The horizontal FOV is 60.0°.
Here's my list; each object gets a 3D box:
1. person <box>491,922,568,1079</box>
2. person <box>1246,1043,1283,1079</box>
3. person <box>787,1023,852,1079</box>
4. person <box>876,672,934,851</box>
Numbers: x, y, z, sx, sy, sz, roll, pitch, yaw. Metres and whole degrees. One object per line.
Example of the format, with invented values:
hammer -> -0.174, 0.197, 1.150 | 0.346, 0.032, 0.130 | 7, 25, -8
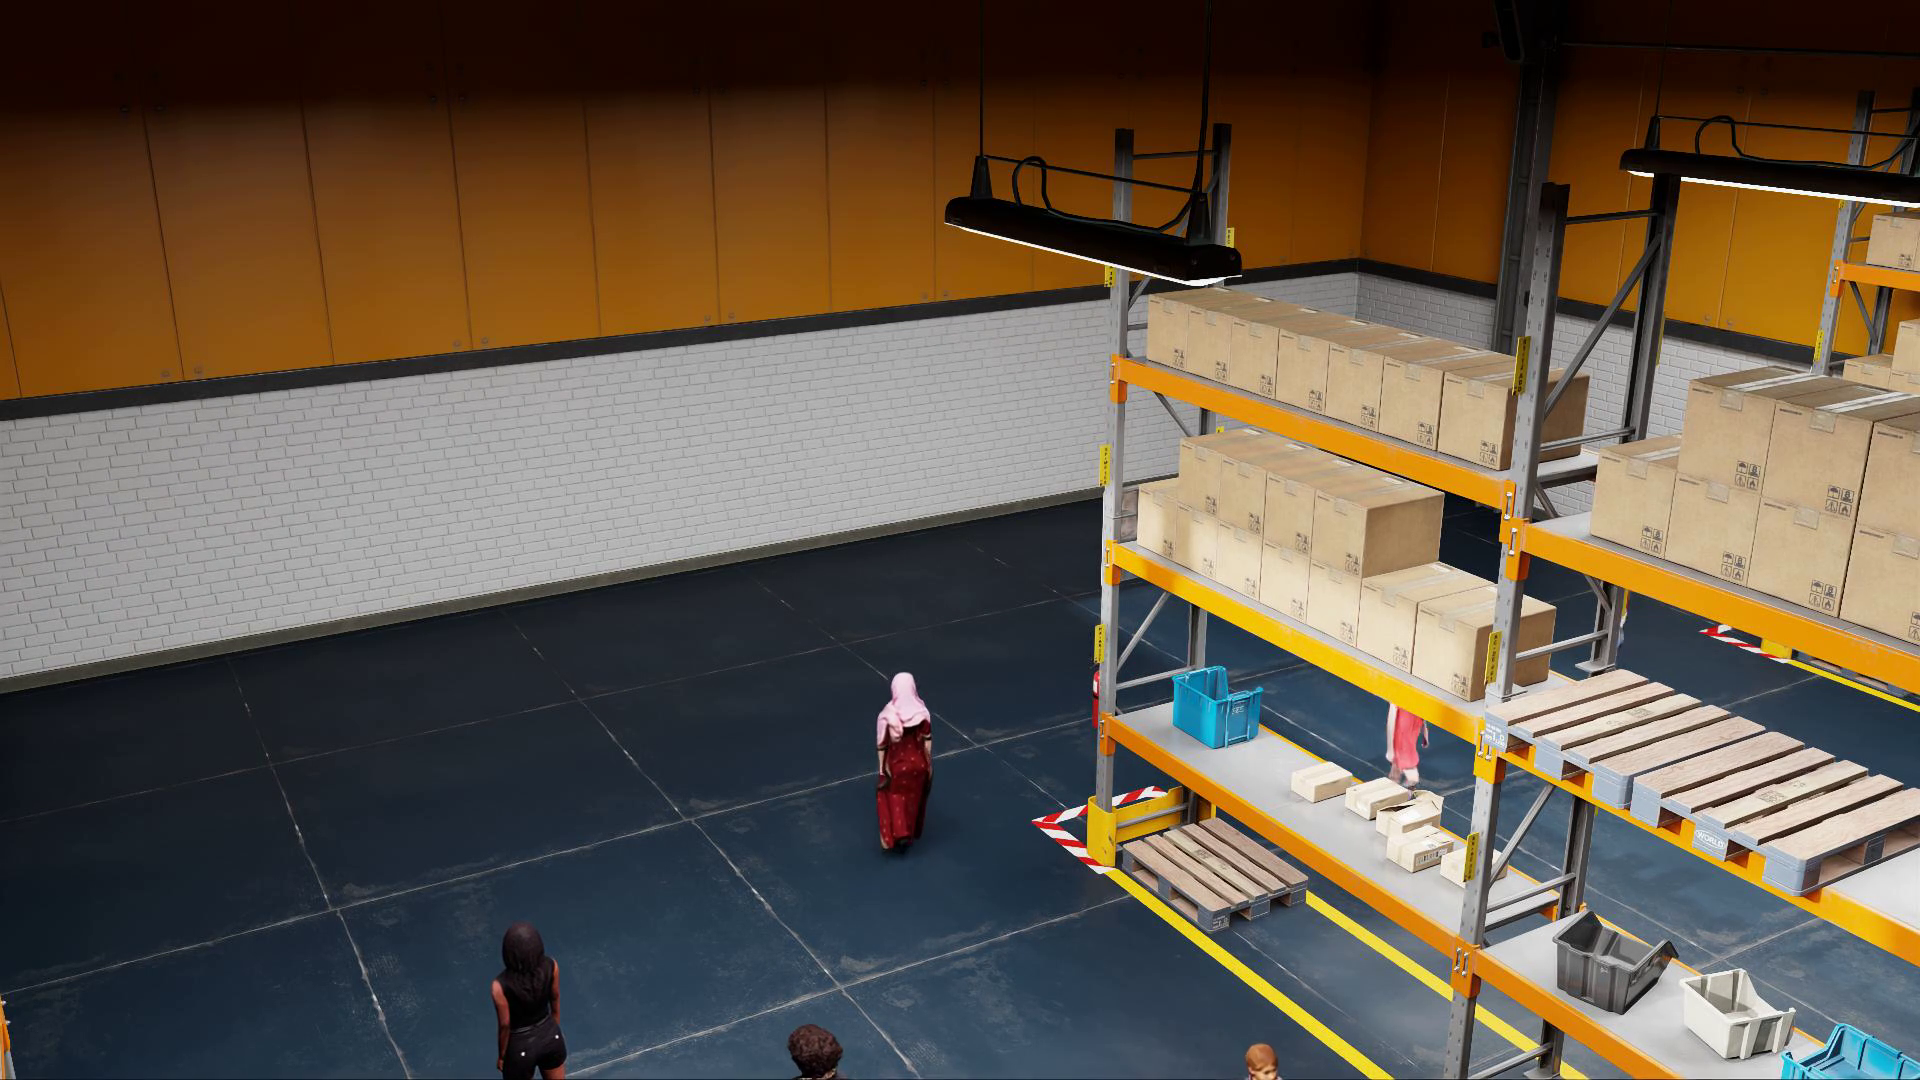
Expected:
person -> -2.605, 3.097, 10.115 | 0.643, 1.740, 0.589 | -18, 25, -42
person -> 1.681, 3.480, 9.715 | 0.564, 1.270, 0.889 | -9, 21, -25
person -> -0.694, 3.446, 9.039 | 0.765, 1.766, 1.046 | -17, 25, -41
person -> -0.451, 1.885, 13.892 | 0.778, 1.626, 0.840 | -2, 19, -7
